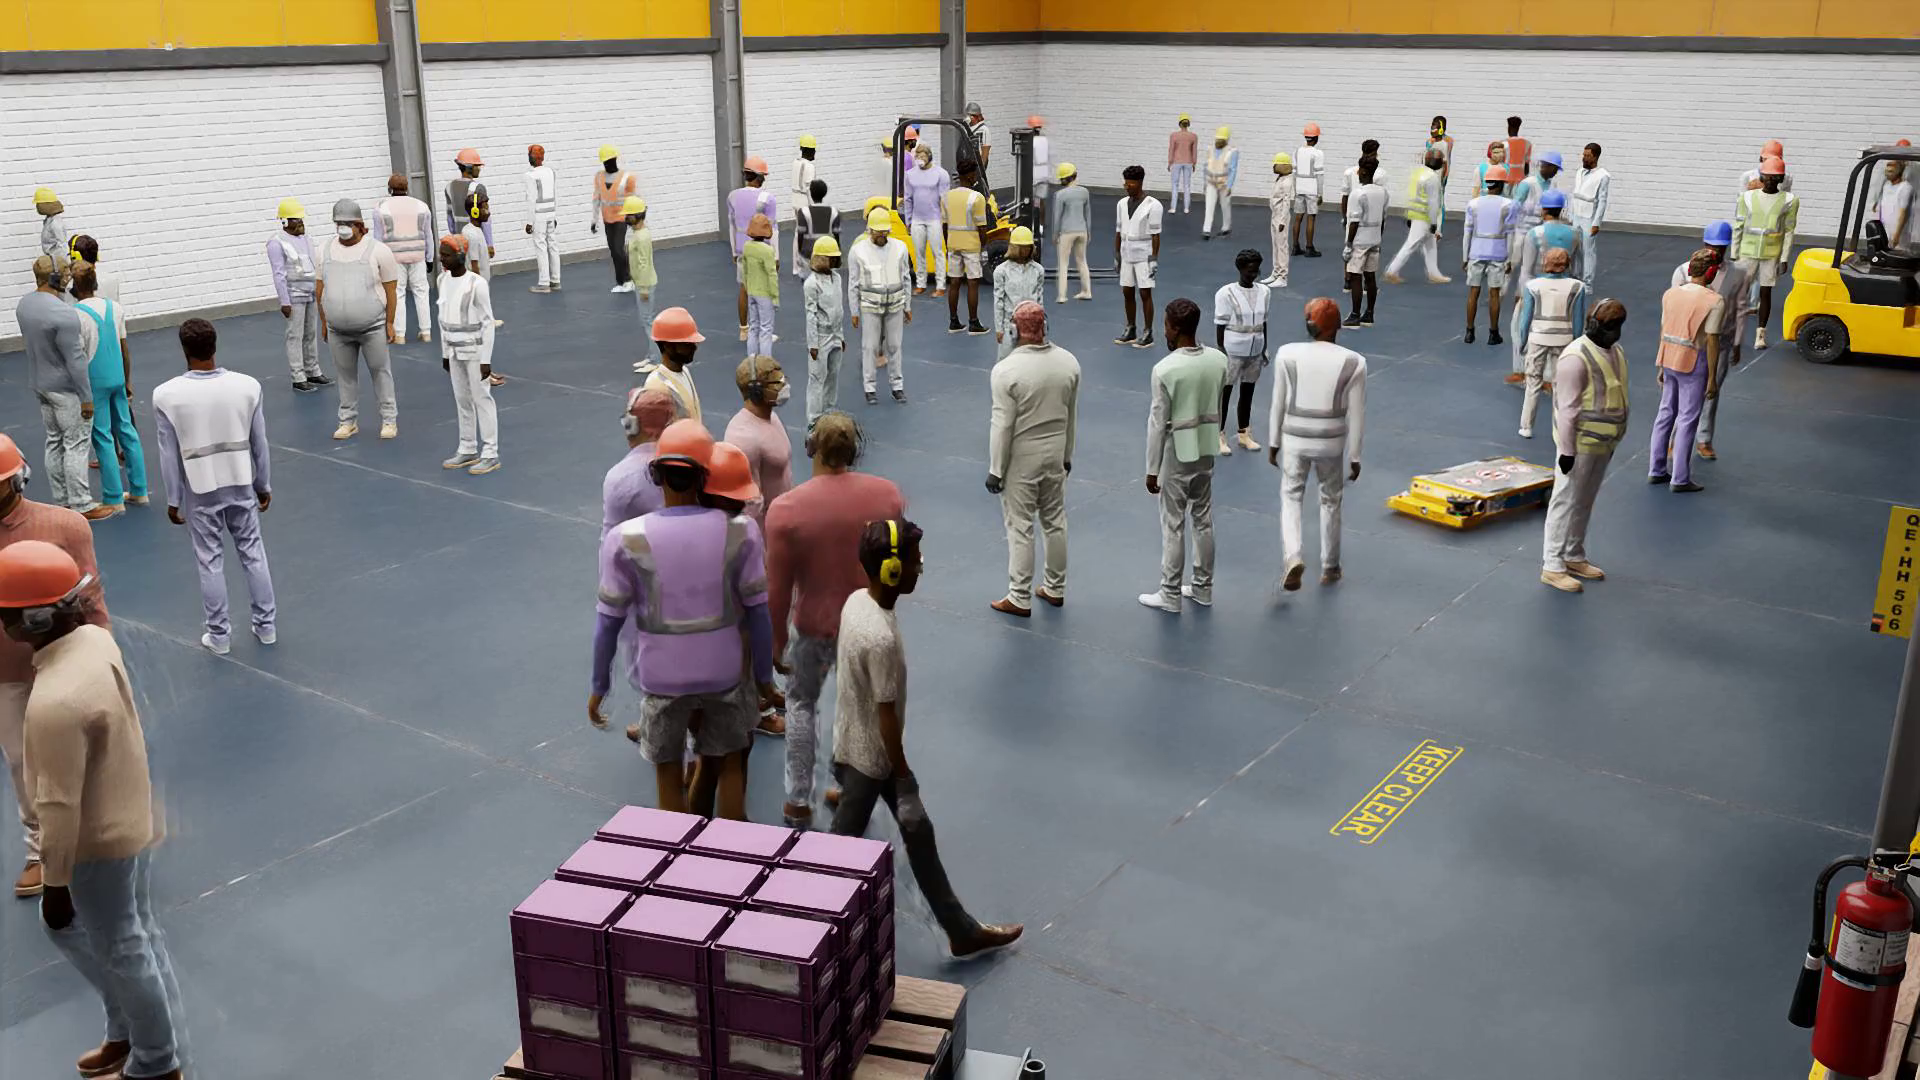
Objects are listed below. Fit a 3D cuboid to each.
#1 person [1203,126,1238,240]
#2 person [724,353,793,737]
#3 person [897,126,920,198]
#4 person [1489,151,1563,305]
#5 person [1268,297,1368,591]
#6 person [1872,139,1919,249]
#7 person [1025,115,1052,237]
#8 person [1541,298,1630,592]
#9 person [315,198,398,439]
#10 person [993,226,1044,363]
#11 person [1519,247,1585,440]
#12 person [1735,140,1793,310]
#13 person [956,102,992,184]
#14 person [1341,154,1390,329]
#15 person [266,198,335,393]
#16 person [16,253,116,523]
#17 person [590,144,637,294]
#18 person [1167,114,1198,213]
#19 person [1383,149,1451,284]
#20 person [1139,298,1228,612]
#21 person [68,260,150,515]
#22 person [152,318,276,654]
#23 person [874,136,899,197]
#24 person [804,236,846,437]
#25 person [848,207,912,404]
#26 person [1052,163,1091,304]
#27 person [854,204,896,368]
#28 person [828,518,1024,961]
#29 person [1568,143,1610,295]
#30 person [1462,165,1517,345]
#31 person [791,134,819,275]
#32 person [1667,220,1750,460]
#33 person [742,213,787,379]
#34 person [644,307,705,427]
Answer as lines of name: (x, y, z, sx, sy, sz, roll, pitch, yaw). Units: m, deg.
person: (4.109, -5.661, 26.395, 0.603, 1.784, 0.876, 11, 21, 30)
person: (-0.986, 0.023, 8.356, 0.361, 1.939, 0.634, 1, 18, 3)
person: (-0.735, -4.960, 23.929, 0.342, 1.942, 0.552, -2, 18, -6)
person: (6.930, -3.779, 20.312, 0.751, 1.895, 0.496, -7, 19, -22)
person: (2.211, -0.580, 10.351, 0.602, 1.864, 0.755, 5, 18, 16)
person: (13.625, -4.956, 24.243, 0.579, 1.741, 0.482, 4, 18, 13)
person: (1.213, -5.808, 26.620, 0.566, 1.923, 0.410, -12, 21, -32)
person: (3.962, -0.607, 10.481, 0.626, 1.840, 0.430, -16, 24, -41)
person: (-5.106, -1.858, 14.068, 0.682, 2.000, 0.537, 0, 18, -1)
person: (0.524, -1.872, 14.591, 0.487, 1.746, 0.289, -8, 20, -24)
person: (4.996, -1.656, 14.088, 0.512, 1.639, 0.311, 5, 19, 17)
person: (9.698, -3.798, 20.142, 0.607, 2.039, 0.395, 2, 18, 7)
person: (0.195, -6.351, 28.122, 0.536, 2.000, 0.674, -10, 20, -29)
person: (4.612, -3.402, 19.022, 0.613, 1.962, 0.361, -14, 22, -36)
person: (-6.307, -2.341, 15.915, 0.404, 1.832, 0.594, 4, 18, 12)
person: (-6.332, -1.057, 11.756, 0.636, 1.928, 0.386, 11, 21, 32)
person: (-4.436, -4.108, 21.348, 0.586, 1.895, 0.479, 8, 20, 24)
person: (3.980, -6.735, 29.792, 0.532, 1.756, 0.338, -3, 18, -8)
person: (6.096, -4.276, 22.052, 0.922, 1.795, 0.651, 0, 18, 0)
person: (1.360, -0.498, 10.031, 0.591, 1.912, 0.397, -13, 22, -35)
person: (-6.191, -1.094, 11.995, 0.326, 1.843, 0.516, 6, 19, 19)
person: (-4.183, -0.296, 9.405, 0.583, 1.911, 0.392, -16, 24, -41)
person: (-1.037, -5.086, 24.643, 0.685, 1.734, 0.538, -10, 20, -29)
person: (-1.111, -1.681, 13.996, 0.307, 1.743, 0.494, 9, 20, 26)
person: (-0.734, -2.160, 15.382, 0.601, 1.817, 0.403, -6, 19, -19)
person: (1.394, -3.821, 20.709, 0.542, 1.729, 0.387, -12, 21, -33)
person: (-0.852, -2.522, 16.736, 0.536, 1.677, 0.579, 9, 20, 25)
person: (-0.287, 0.805, 6.134, 1.036, 1.801, 0.554, -3, 18, -8)
person: (8.031, -4.111, 21.312, 0.392, 1.920, 0.593, -6, 19, -17)
person: (5.755, -3.098, 18.122, 0.544, 1.933, 0.376, 10, 20, 28)
person: (-2.090, -4.550, 22.696, 0.407, 1.918, 0.583, -9, 20, -26)
person: (6.008, -1.610, 13.451, 0.611, 1.945, 0.406, 2, 18, 6)
person: (-1.945, -2.393, 16.394, 0.274, 1.636, 0.507, -15, 23, -38)
person: (-1.611, -0.382, 9.619, 0.357, 1.937, 0.551, 1, 18, 4)
